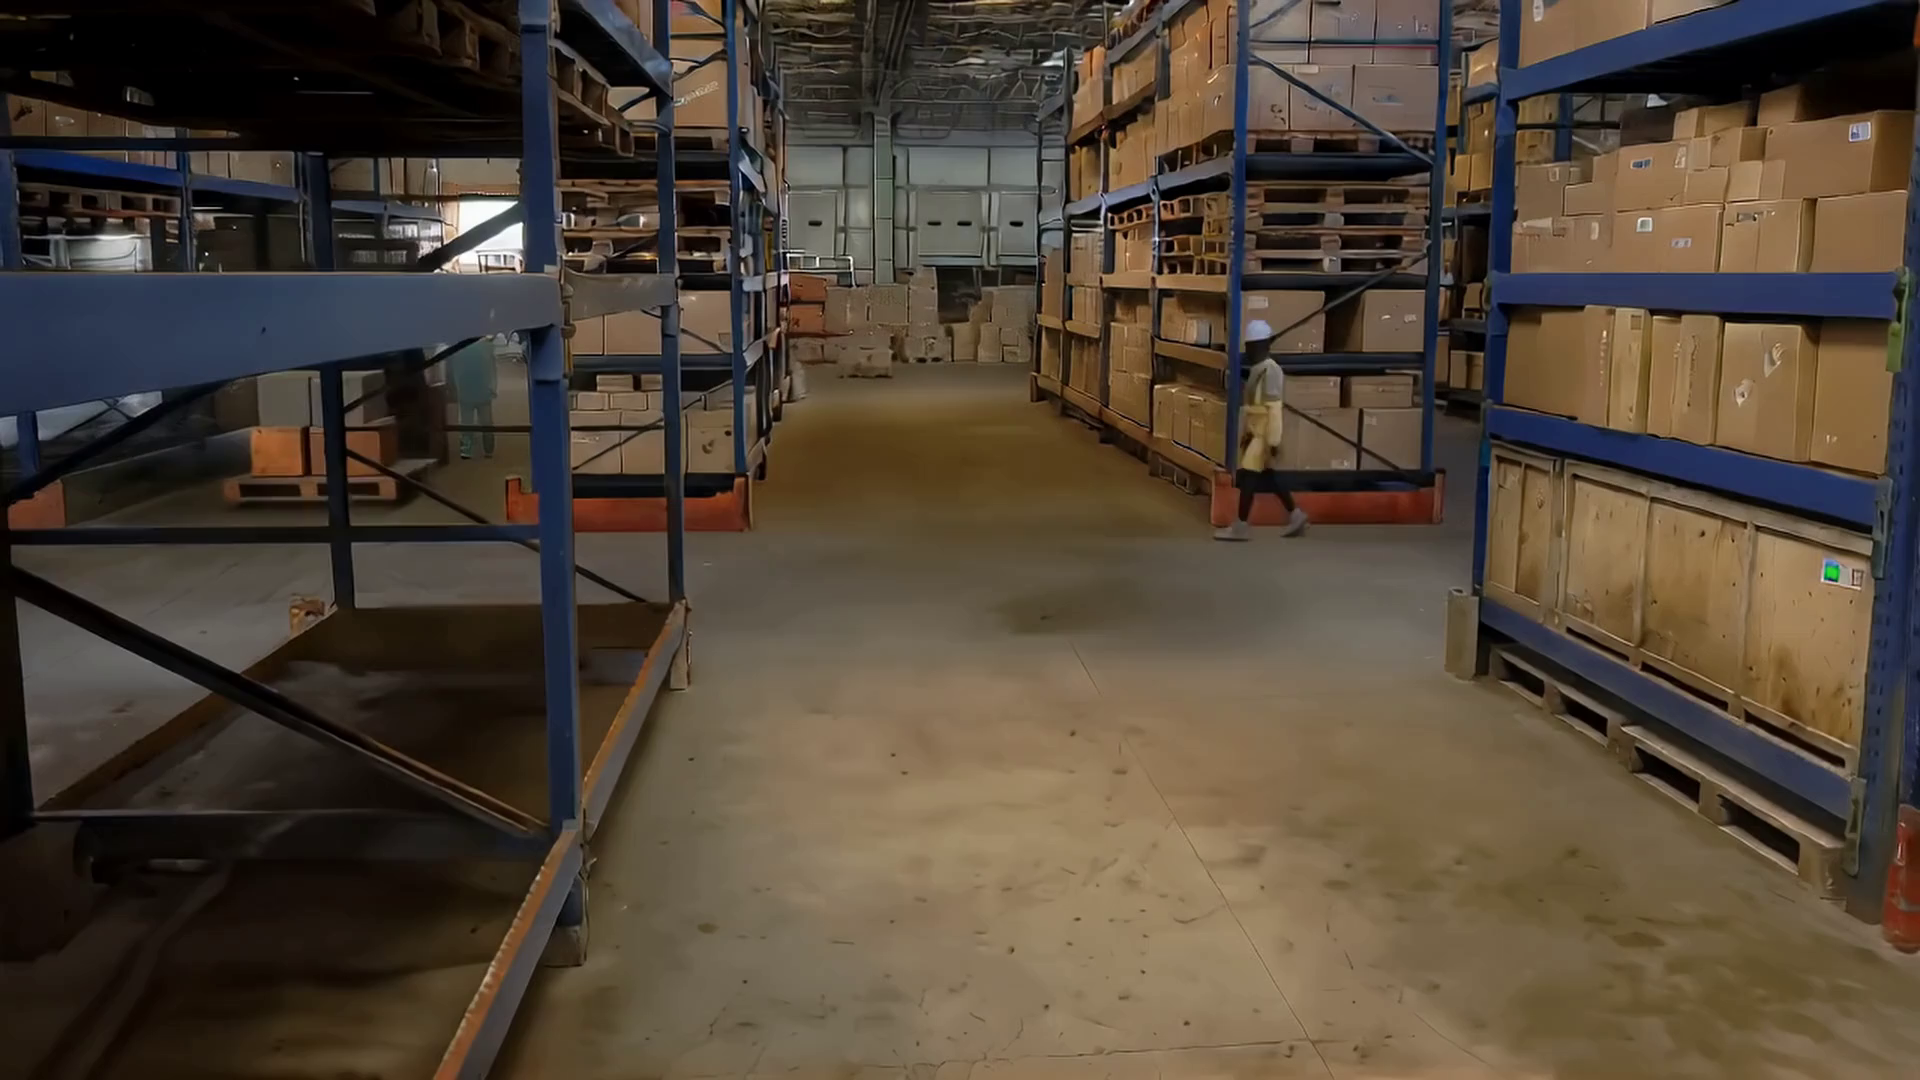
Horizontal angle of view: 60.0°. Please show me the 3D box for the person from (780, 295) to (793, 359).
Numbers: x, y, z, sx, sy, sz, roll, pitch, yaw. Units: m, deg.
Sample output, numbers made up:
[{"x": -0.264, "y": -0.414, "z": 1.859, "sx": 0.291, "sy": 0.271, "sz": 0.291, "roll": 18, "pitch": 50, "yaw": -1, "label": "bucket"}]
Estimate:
[{"x": -4.562, "y": -5.329, "z": 42.617, "sx": 0.995, "sy": 1.920, "sz": 0.599, "roll": 5, "pitch": 10, "yaw": 29, "label": "person"}]

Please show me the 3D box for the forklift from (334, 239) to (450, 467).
[{"x": -6.873, "y": -2.181, "z": 19.825, "sx": 1.129, "sy": 2.768, "sz": 1.873, "roll": -1, "pitch": 9, "yaw": -4, "label": "forklift"}]

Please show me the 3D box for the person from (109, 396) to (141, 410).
[{"x": -14.961, "y": -3.336, "z": 29.704, "sx": 0.536, "sy": 2.000, "sz": 0.673, "roll": 4, "pitch": 10, "yaw": 26, "label": "person"}]

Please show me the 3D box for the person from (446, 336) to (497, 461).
[{"x": -6.356, "y": -1.981, "z": 21.641, "sx": 0.643, "sy": 1.901, "sz": 0.400, "roll": -5, "pitch": 10, "yaw": -27, "label": "person"}]

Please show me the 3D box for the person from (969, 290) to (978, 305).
[{"x": 0.364, "y": -7.428, "z": 55.754, "sx": 0.585, "sy": 1.926, "sz": 0.543, "roll": -1, "pitch": 9, "yaw": -6, "label": "person"}]

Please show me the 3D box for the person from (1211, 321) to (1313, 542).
[{"x": 2.780, "y": -0.974, "z": 15.022, "sx": 0.913, "sy": 2.010, "sz": 0.634, "roll": 0, "pitch": 9, "yaw": -3, "label": "person"}]
